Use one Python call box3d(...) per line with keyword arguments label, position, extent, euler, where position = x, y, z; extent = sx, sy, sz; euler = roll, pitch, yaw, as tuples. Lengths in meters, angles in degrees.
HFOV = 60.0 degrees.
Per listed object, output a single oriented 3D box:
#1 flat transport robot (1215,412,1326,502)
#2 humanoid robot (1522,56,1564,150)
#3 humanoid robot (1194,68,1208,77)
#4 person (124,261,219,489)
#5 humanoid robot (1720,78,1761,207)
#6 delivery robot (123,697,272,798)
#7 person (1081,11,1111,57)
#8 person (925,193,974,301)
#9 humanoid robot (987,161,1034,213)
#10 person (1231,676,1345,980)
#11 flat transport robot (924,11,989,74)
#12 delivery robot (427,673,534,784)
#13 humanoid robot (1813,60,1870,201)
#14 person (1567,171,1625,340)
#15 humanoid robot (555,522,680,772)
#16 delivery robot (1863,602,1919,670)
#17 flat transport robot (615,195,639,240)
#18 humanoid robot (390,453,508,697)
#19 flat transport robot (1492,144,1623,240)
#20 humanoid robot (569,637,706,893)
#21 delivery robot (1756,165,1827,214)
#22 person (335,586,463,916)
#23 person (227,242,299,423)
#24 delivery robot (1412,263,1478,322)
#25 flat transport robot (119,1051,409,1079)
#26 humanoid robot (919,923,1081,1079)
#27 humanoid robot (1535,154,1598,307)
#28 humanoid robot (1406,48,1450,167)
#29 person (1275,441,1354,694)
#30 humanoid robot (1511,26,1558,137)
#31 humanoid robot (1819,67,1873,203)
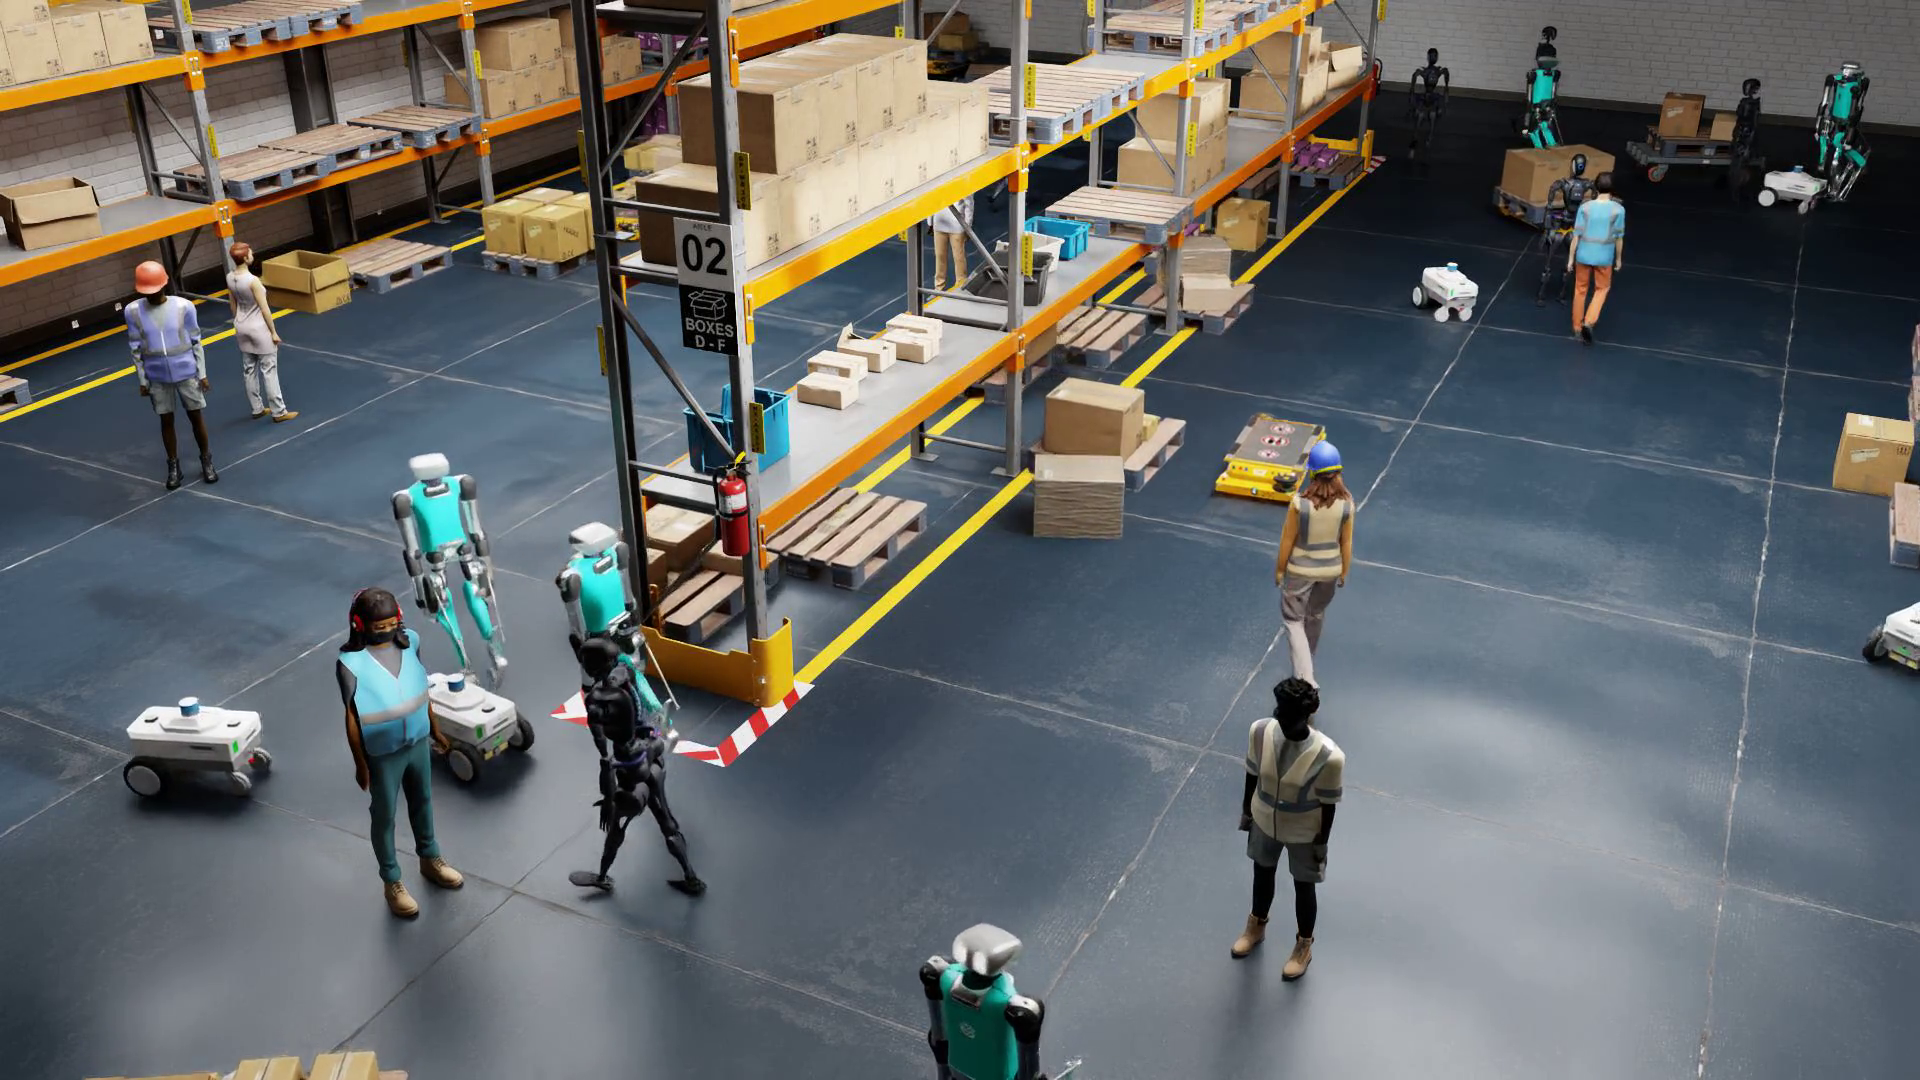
box3d(label="flat transport robot", position=(2.678, -0.716, 14.225), extent=(0.659, 0.231, 1.431), euler=(10, 28, 19))
box3d(label="humanoid robot", position=(7.888, -5.526, 22.277), extent=(0.533, 1.774, 0.767), euler=(-12, 29, -23))
box3d(label="humanoid robot", position=(3.059, -6.114, 23.525), extent=(0.898, 1.806, 0.552), euler=(-22, 34, -37))
box3d(label="person", position=(-6.467, -1.358, 13.654), extent=(0.542, 1.927, 0.371), euler=(-10, 28, -19))
box3d(label="humanoid robot", position=(10.178, -5.151, 21.601), extent=(0.411, 1.643, 0.596), euler=(1, 26, 1))
box3d(label="delivery robot", position=(-4.582, 1.216, 9.984), extent=(0.776, 0.580, 0.499), euler=(2, 26, 5))
box3d(label="person", position=(2.255, -8.105, 27.470), extent=(0.517, 1.757, 0.969), euler=(-10, 28, -19))
box3d(label="person", position=(-0.121, -3.428, 18.023), extent=(0.561, 1.755, 0.320), euler=(13, 29, 24))
box3d(label="humanoid robot", position=(0.664, -5.043, 21.404), extent=(0.674, 1.630, 0.589), euler=(-23, 34, -38))
box3d(label="person", position=(1.631, 1.419, 8.309), extent=(0.533, 1.691, 0.319), euler=(19, 32, 34))
box3d(label="flat transport robot", position=(-0.253, -8.762, 30.477), extent=(0.659, 0.231, 1.431), euler=(15, 30, 28))
box3d(label="delivery robot", position=(-3.049, 1.114, 10.225), extent=(0.814, 0.612, 0.499), euler=(16, 30, 28))
box3d(label="humanoid robot", position=(11.557, -5.351, 21.976), extent=(0.545, 1.813, 0.897), euler=(13, 29, 25))
box3d(label="person", position=(6.442, -2.855, 16.873), extent=(0.531, 1.751, 0.540), euler=(13, 29, 25))
box3d(label="humanoid robot", position=(-1.871, 0.770, 9.570), extent=(0.692, 1.768, 0.543), euler=(14, 29, 26))
box3d(label="delivery robot", position=(6.538, 0.625, 11.189), extent=(0.774, 0.592, 0.499), euler=(-14, 30, -27))
box3d(label="flat transport robot", position=(-4.110, -4.078, 21.016), extent=(0.659, 0.231, 1.431), euler=(9, 28, 18))
box3d(label="humanoid robot", position=(-3.083, 0.390, 10.370), extent=(0.541, 1.796, 0.805), euler=(-19, 32, -33))
box3d(label="flat transport robot", position=(7.481, -4.053, 20.964), extent=(0.659, 0.231, 1.431), euler=(-6, 27, -12))
box3d(label="humanoid robot", position=(-1.767, 1.203, 8.794), extent=(0.740, 1.617, 0.604), euler=(5, 27, 9))
box3d(label="delivery robot", position=(10.872, -4.596, 21.720), extent=(0.509, 0.578, 0.749), euler=(-24, 35, -39))
box3d(label="person", position=(-2.978, 1.085, 8.781), extent=(0.390, 1.870, 0.529), euler=(19, 32, 34))
box3d(label="person", position=(-6.335, -1.869, 14.981), extent=(0.443, 1.661, 0.286), euler=(11, 28, 21))
box3d(label="delivery robot", position=(5.237, -2.685, 17.883), extent=(0.519, 0.598, 0.769), euler=(-5, 27, -11))
box3d(label="flat transport robot", position=(-2.991, 2.824, 7.073), extent=(0.659, 0.231, 1.431), euler=(-3, 26, -5))
box3d(label="humanoid robot", position=(0.241, 2.190, 6.757), extent=(0.548, 1.767, 1.044), euler=(18, 31, 32))
box3d(label="humanoid robot", position=(6.542, -3.332, 17.905), extent=(0.599, 1.657, 0.315), euler=(0, 26, 0))
box3d(label="humanoid robot", position=(6.649, -6.159, 23.633), extent=(0.611, 1.651, 0.411), euler=(0, 26, 0))
box3d(label="person", position=(2.281, 0.211, 10.686), extent=(0.475, 1.753, 0.795), euler=(-4, 27, -7))
box3d(label="humanoid robot", position=(8.765, -6.962, 25.260), extent=(0.548, 1.637, 0.586), euler=(4, 27, 7))
box3d(label="humanoid robot", position=(11.681, -5.281, 21.739), extent=(0.688, 1.750, 0.530), euler=(-2, 26, -3))
